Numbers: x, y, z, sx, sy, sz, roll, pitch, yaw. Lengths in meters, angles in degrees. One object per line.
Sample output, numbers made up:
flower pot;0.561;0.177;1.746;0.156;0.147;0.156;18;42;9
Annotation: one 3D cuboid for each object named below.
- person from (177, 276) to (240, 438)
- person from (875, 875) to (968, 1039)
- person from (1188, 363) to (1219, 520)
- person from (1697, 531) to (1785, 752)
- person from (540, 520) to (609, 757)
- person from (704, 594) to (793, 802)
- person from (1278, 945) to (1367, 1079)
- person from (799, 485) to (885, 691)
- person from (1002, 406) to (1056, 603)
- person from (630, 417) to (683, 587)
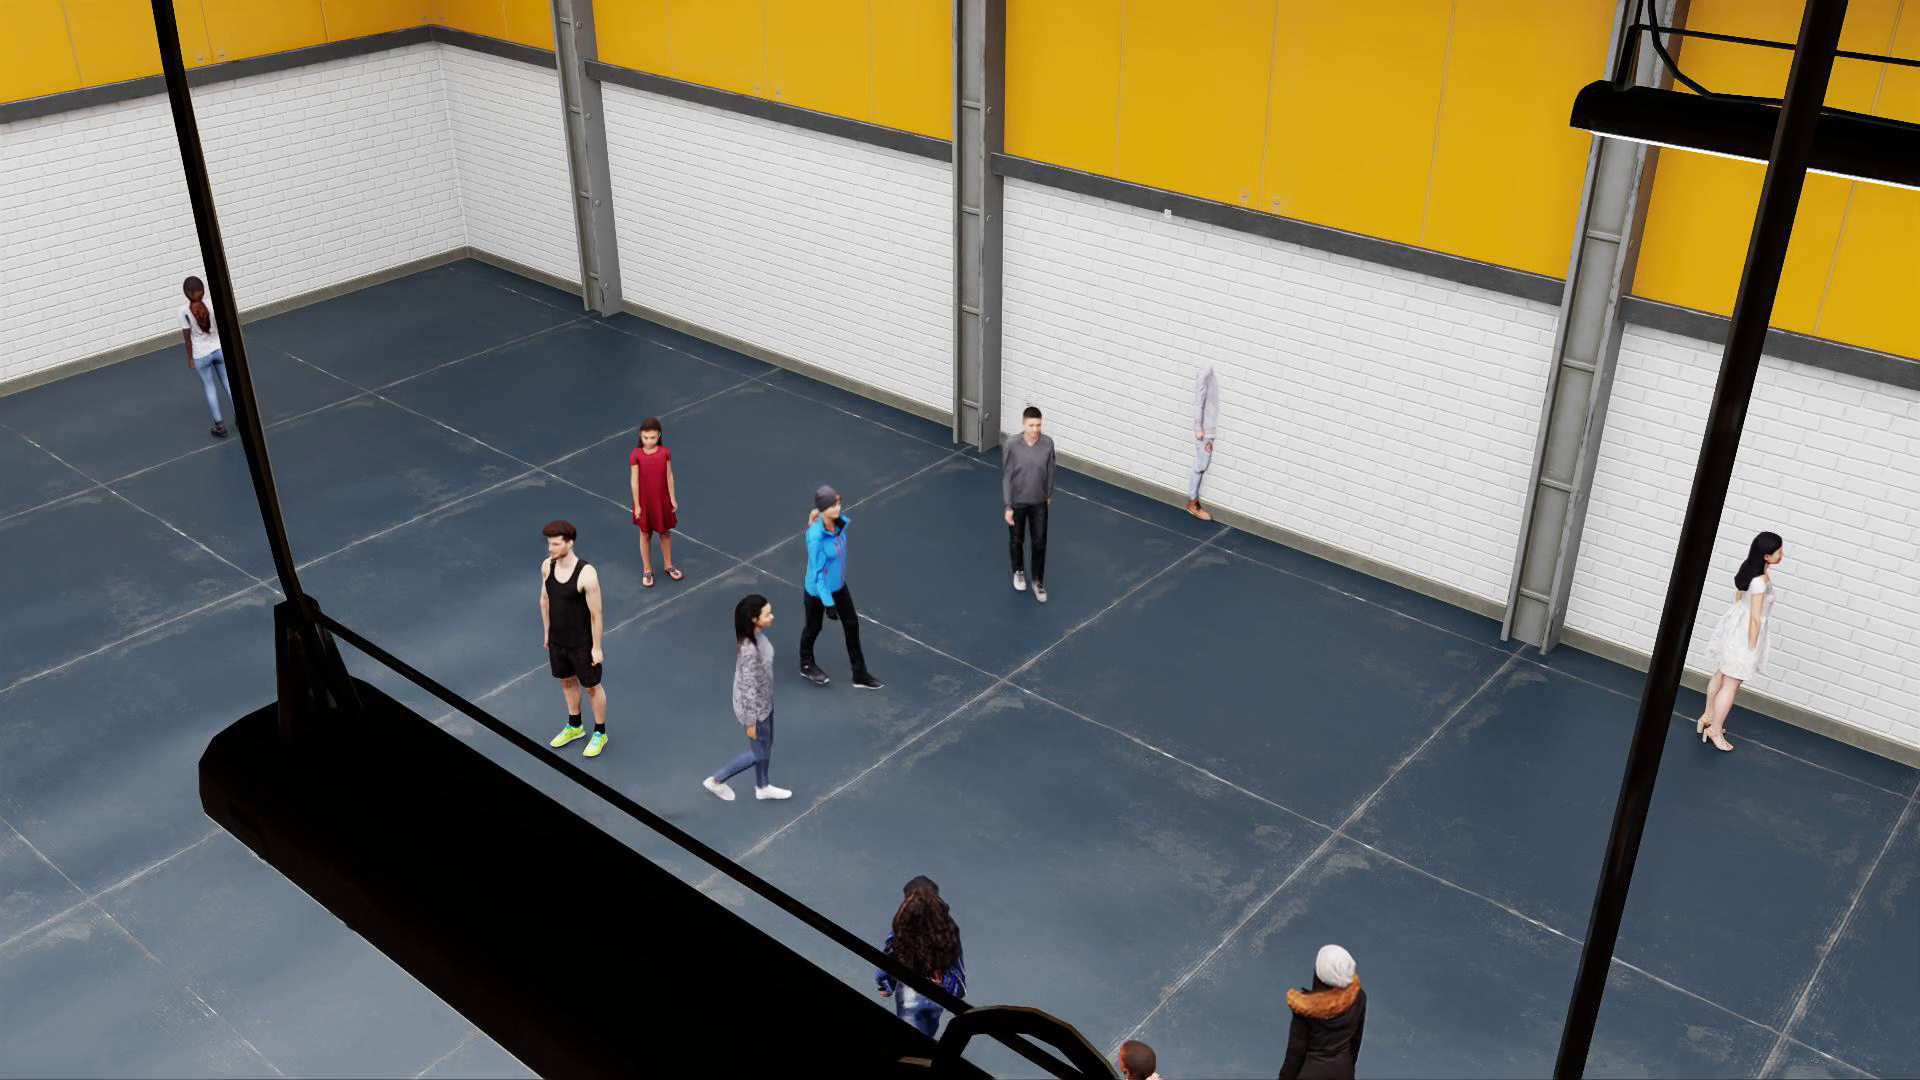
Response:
person;-7.712;-1.898;17.106;0.615;1.719;0.564;-23;36;-35
person;-0.191;2.564;9.076;1.002;1.575;1.117;-6;29;-11
person;2.349;-1.104;15.529;0.695;1.836;0.586;-25;37;-38
person;5.756;0.729;12.234;0.790;1.774;0.763;6;29;10
person;-2.825;0.699;12.165;0.620;1.892;0.790;13;31;22
person;-1.513;1.136;11.548;0.988;1.716;0.927;-4;29;-7
person;1.871;2.757;8.662;0.739;1.634;0.766;-9;30;-17
person;-1.115;0.368;12.902;0.983;1.767;0.667;20;34;32
person;0.557;-0.378;14.296;0.849;1.743;0.912;-2;29;-4
person;-2.666;-0.364;14.468;0.649;1.553;0.708;-13;31;-22
